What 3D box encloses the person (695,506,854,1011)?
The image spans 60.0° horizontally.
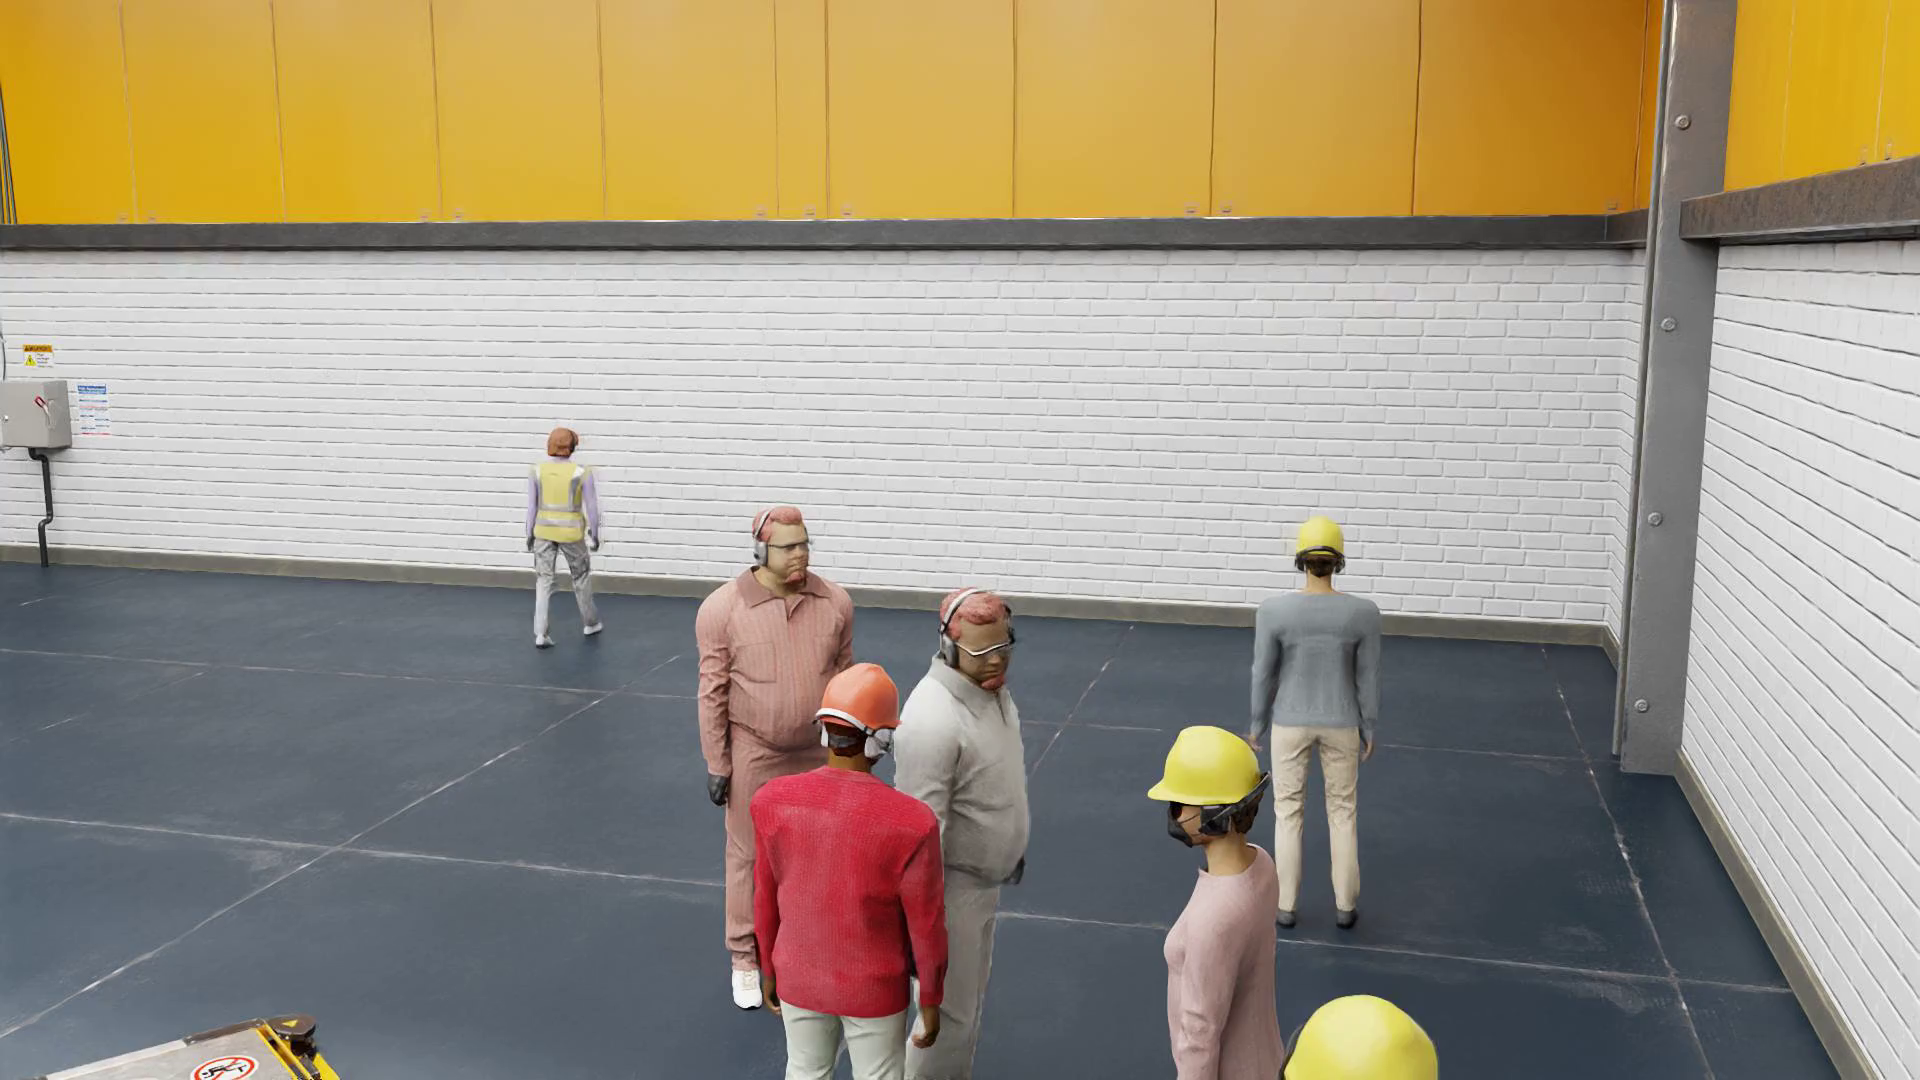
[{"bbox_3d":[-0.673,0.817,6.360,0.642,1.908,0.409,-5,11,-28],"label":"person"}]

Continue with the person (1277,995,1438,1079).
[{"bbox_3d":[0.573,1.534,2.588,0.536,1.757,0.335,-3,10,-17],"label":"person"}]

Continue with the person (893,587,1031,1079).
[{"bbox_3d":[0.016,1.045,5.099,0.433,1.889,0.832,2,10,14],"label":"person"}]

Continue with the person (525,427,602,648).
[{"bbox_3d":[-2.918,-0.033,12.269,0.545,1.611,0.714,1,10,7],"label":"person"}]

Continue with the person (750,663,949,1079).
[{"bbox_3d":[-0.297,1.197,4.618,0.575,1.738,0.351,3,10,19],"label":"person"}]

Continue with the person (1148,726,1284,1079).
[{"bbox_3d":[0.600,1.300,3.949,0.340,1.760,0.525,4,10,22],"label":"person"}]

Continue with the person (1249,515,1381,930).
[{"bbox_3d":[1.495,0.774,7.031,0.533,1.767,0.329,1,10,4],"label":"person"}]

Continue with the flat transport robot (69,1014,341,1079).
[{"bbox_3d":[-2.652,1.840,5.142,1.431,0.197,0.652,-8,12,-38],"label":"flat transport robot"}]
